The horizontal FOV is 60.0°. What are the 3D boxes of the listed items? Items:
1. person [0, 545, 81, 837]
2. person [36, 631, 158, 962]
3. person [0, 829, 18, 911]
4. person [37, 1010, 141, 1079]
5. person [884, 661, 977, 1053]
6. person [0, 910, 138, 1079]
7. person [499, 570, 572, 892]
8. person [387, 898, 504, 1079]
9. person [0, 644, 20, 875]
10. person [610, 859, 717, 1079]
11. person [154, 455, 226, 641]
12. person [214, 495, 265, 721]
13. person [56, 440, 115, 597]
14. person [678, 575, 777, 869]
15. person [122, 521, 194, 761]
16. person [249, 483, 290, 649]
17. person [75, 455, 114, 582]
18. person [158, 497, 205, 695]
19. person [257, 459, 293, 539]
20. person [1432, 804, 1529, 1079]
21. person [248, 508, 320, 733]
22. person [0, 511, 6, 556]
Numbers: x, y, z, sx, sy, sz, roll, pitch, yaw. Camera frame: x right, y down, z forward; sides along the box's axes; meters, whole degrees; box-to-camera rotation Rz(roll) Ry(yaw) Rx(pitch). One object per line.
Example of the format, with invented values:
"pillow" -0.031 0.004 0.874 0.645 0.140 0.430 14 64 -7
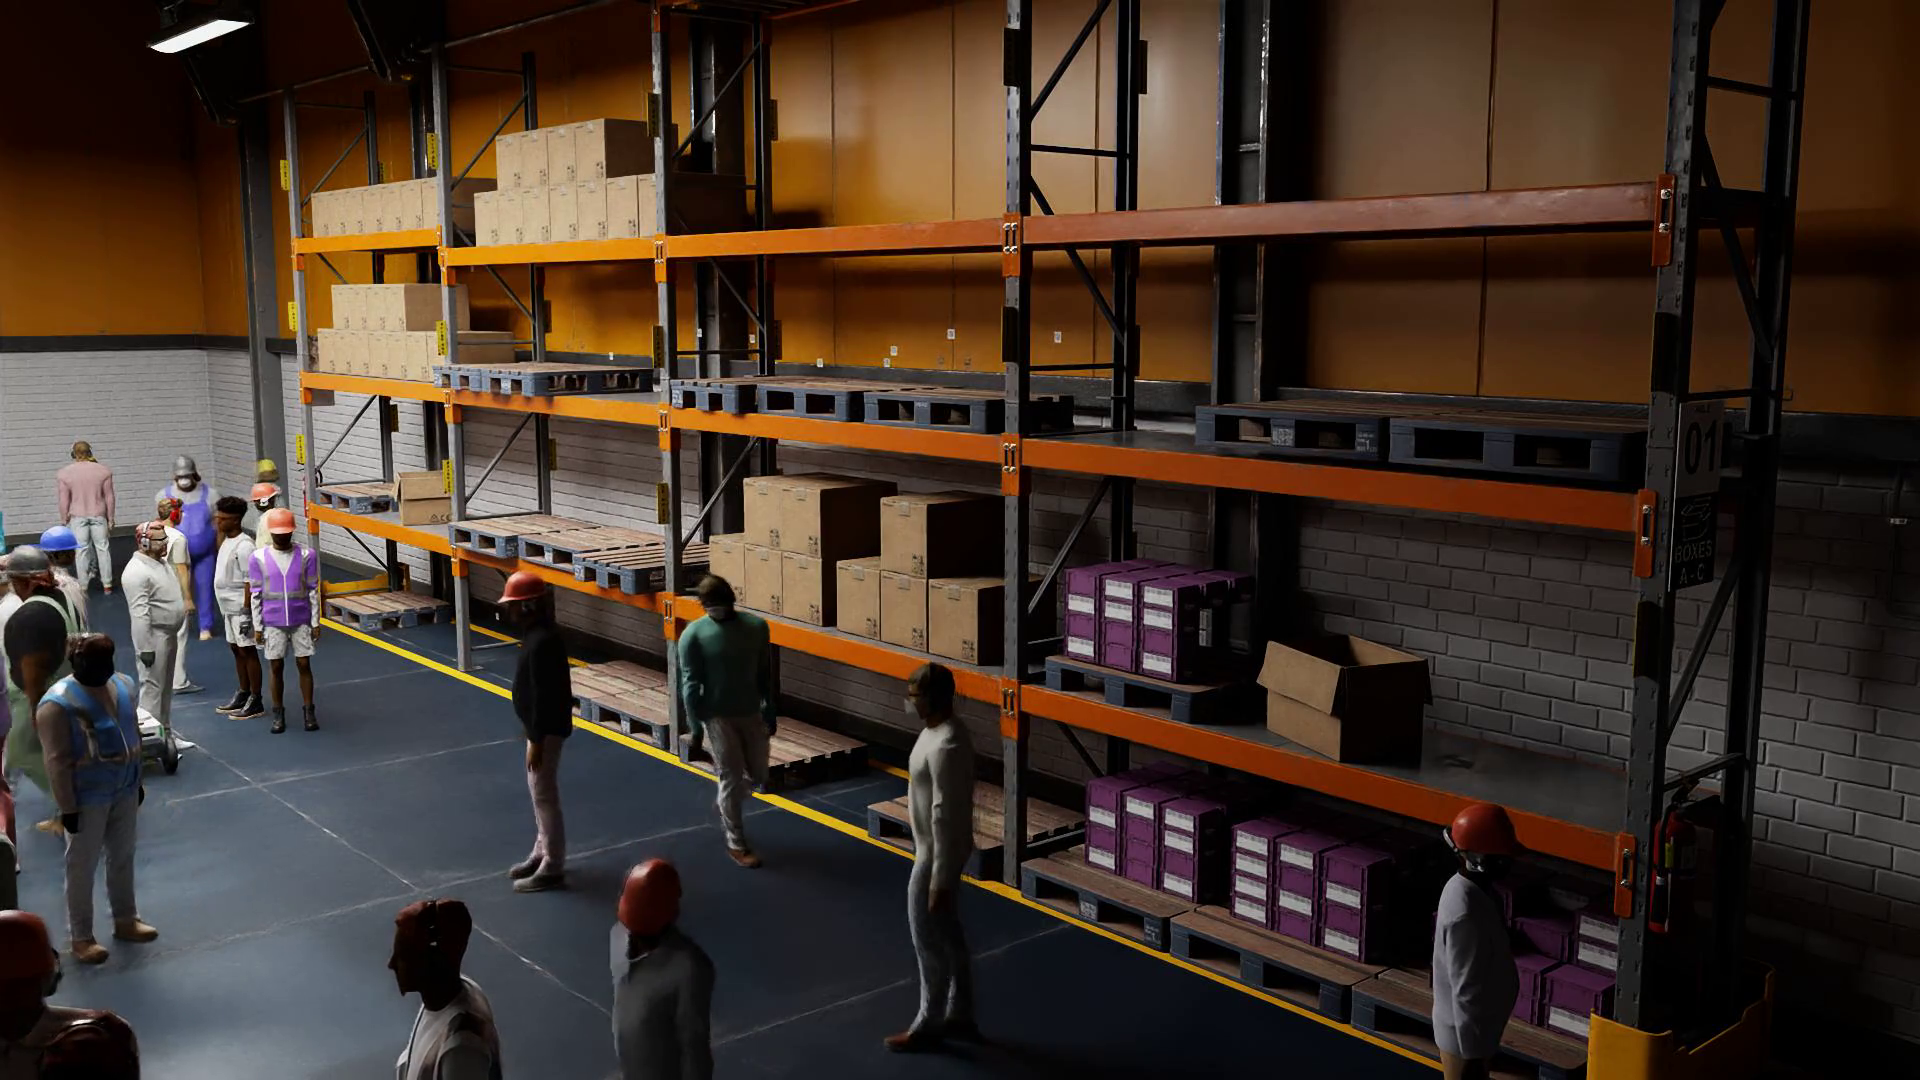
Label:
"person" -6.217 1.020 11.255 0.544 2.000 0.698 -1 8 -3
"person" -4.807 1.409 9.290 0.429 1.834 0.628 3 9 17
"person" -4.000 1.731 6.633 0.605 1.948 0.384 3 9 23
"person" -2.187 2.102 4.311 0.597 1.876 0.364 1 8 5
"person" -0.131 1.535 8.069 0.420 1.939 0.654 0 8 -1
"person" -2.621 1.992 4.705 0.618 1.986 0.408 -3 9 -23
"person" -2.624 1.175 10.362 0.412 1.991 0.642 -2 8 -14
"person" -1.530 1.992 5.044 0.349 1.882 0.577 -3 9 -22
"person" -6.181 1.188 10.476 0.374 1.928 0.584 -6 10 -34
"person" -1.094 1.938 6.015 0.620 1.706 0.445 8 11 44
"person" -8.209 0.082 17.773 0.696 2.000 0.539 -3 9 -22
"person" -6.316 0.584 14.542 0.367 1.967 0.604 -7 11 -40
"person" -10.779 -0.265 20.552 0.627 1.938 0.370 -5 10 -33
"person" -1.485 1.156 10.778 0.654 1.899 0.578 -5 10 -33
"person" -6.396 0.795 13.284 0.409 1.907 0.651 -1 8 -9
"person" -7.280 0.268 17.540 0.354 1.737 0.573 -2 8 -12
"person" -11.302 -0.317 21.635 0.491 1.729 0.324 1 8 8
"person" -7.336 0.521 15.446 0.564 1.836 0.388 6 10 37
"person" -8.501 -0.148 20.539 0.492 1.701 0.756 7 11 42
"person" 1.980 1.863 6.391 0.327 1.752 0.563 3 9 18
"person" -5.685 0.678 14.044 0.546 1.927 0.391 -4 9 -24
"person" -10.664 0.194 18.030 0.563 1.743 0.350 -2 8 -13
